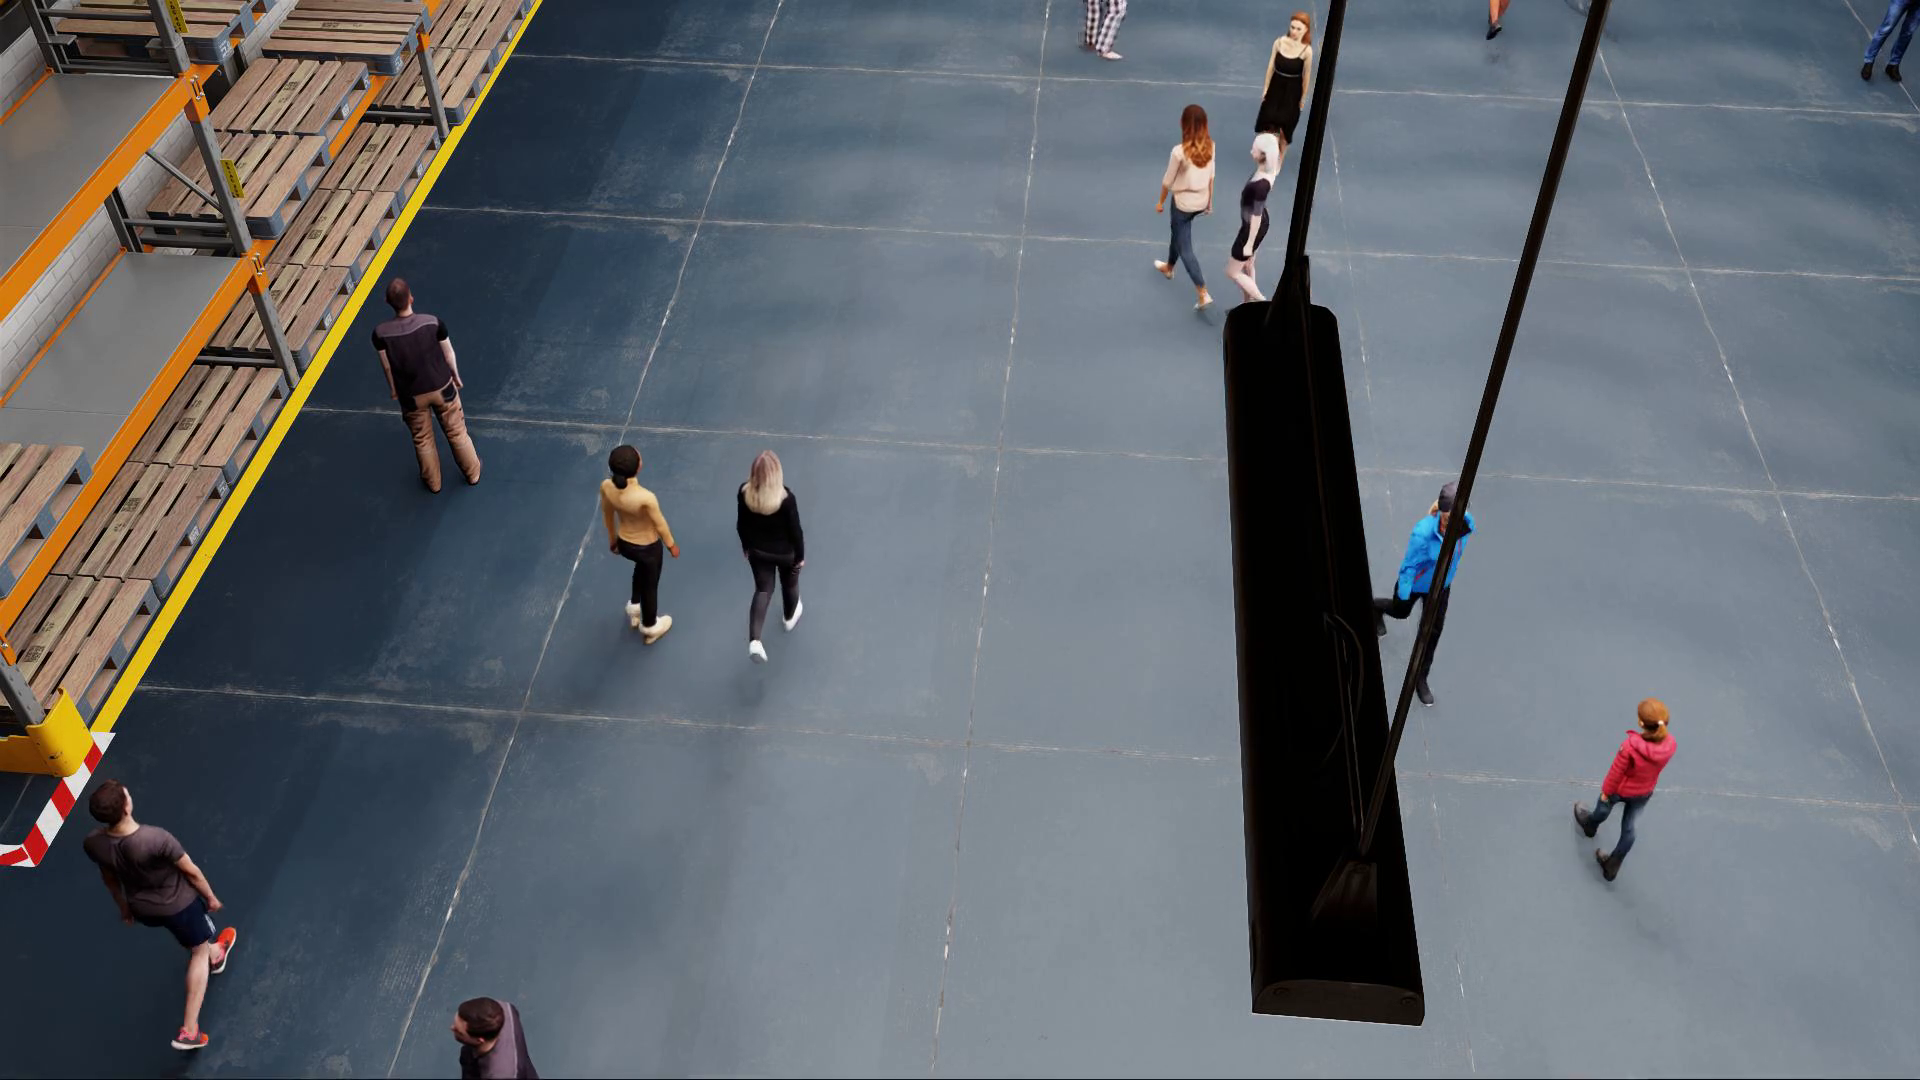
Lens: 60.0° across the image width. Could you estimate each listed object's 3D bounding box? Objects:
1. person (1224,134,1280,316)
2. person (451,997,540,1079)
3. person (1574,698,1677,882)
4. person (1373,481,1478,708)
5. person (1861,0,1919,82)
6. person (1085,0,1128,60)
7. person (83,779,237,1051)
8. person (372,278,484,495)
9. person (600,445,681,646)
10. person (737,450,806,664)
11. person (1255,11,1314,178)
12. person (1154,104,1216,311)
[{"bbox_3d":[2.473,-2.495,13.638,0.751,1.819,0.667,13,45,13],"label":"person"},{"bbox_3d":[-2.182,2.757,8.106,0.847,1.844,0.656,-9,44,-9],"label":"person"},{"bbox_3d":[3.983,1.526,9.804,0.583,1.285,0.804,-4,44,-4],"label":"person"},{"bbox_3d":[2.974,0.224,10.825,0.891,1.763,1.201,-12,45,-12],"label":"person"},{"bbox_3d":[9.676,-5.573,16.816,0.692,1.892,0.583,7,44,7],"label":"person"},{"bbox_3d":[1.472,-5.925,17.248,0.836,1.806,0.853,20,47,19],"label":"person"},{"bbox_3d":[-4.288,2.009,8.907,0.707,1.824,1.133,1,44,1],"label":"person"},{"bbox_3d":[-3.925,-1.128,12.186,0.763,1.842,0.732,-12,45,-13],"label":"person"},{"bbox_3d":[-2.173,0.087,11.050,0.696,1.651,0.707,22,48,22],"label":"person"},{"bbox_3d":[-1.259,0.139,10.986,0.733,1.664,1.043,11,45,12],"label":"person"},{"bbox_3d":[3.089,-4.220,15.598,0.765,1.613,0.884,23,48,23],"label":"person"},{"bbox_3d":[1.964,-2.755,13.958,1.007,1.753,1.210,-20,47,-20],"label":"person"}]
